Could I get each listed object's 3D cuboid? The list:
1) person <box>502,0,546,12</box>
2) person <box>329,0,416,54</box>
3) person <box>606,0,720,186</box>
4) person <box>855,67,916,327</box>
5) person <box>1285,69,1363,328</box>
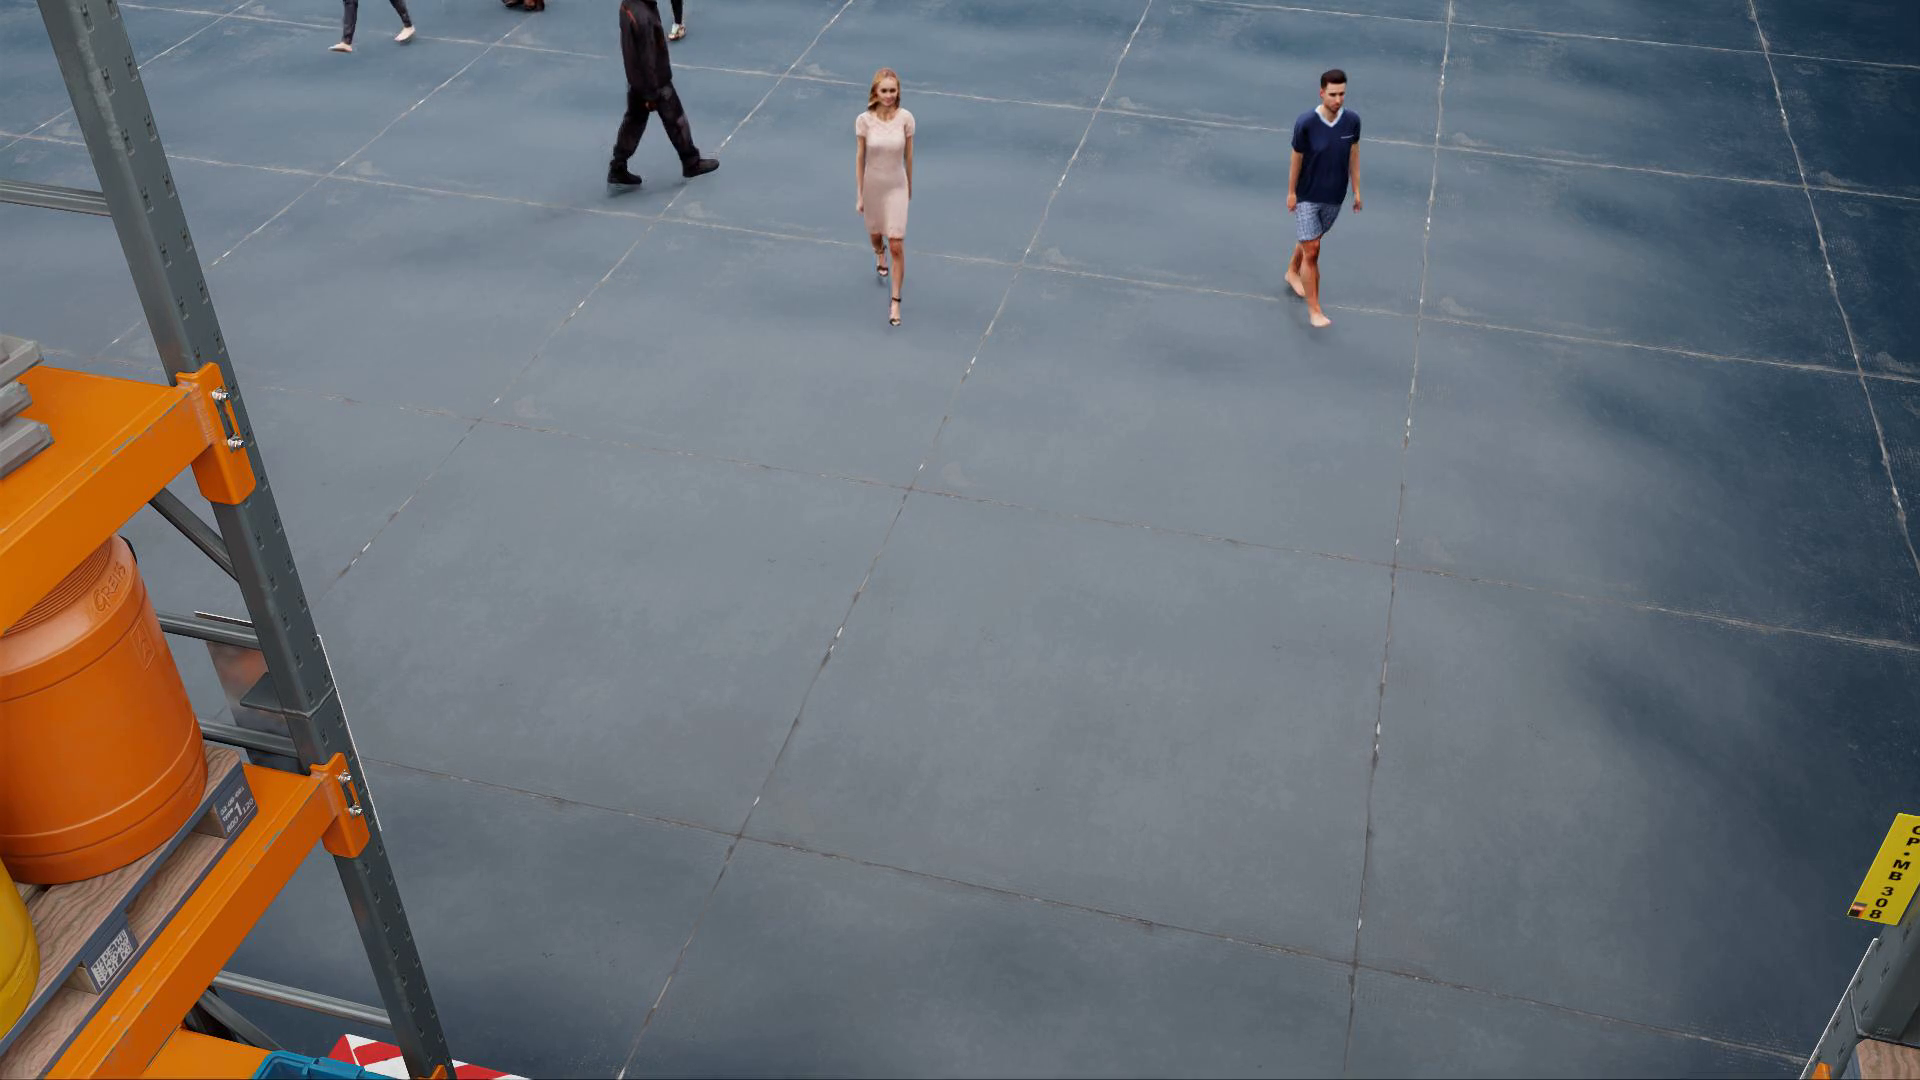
[{"bbox_3d":[-4.463,-6.107,16.553,0.697,1.632,0.630,13,40,16],"label":"person"},{"bbox_3d":[-5.525,-5.487,15.698,0.820,1.709,1.242,20,42,23],"label":"person"},{"bbox_3d":[-2.591,-3.662,13.290,1.273,1.803,1.179,-21,43,-25],"label":"person"},{"bbox_3d":[-0.546,-2.482,11.790,0.806,1.792,1.186,-1,38,-1],"label":"person"},{"bbox_3d":[2.518,-2.476,11.778,0.996,1.797,1.226,-9,39,-11],"label":"person"}]
